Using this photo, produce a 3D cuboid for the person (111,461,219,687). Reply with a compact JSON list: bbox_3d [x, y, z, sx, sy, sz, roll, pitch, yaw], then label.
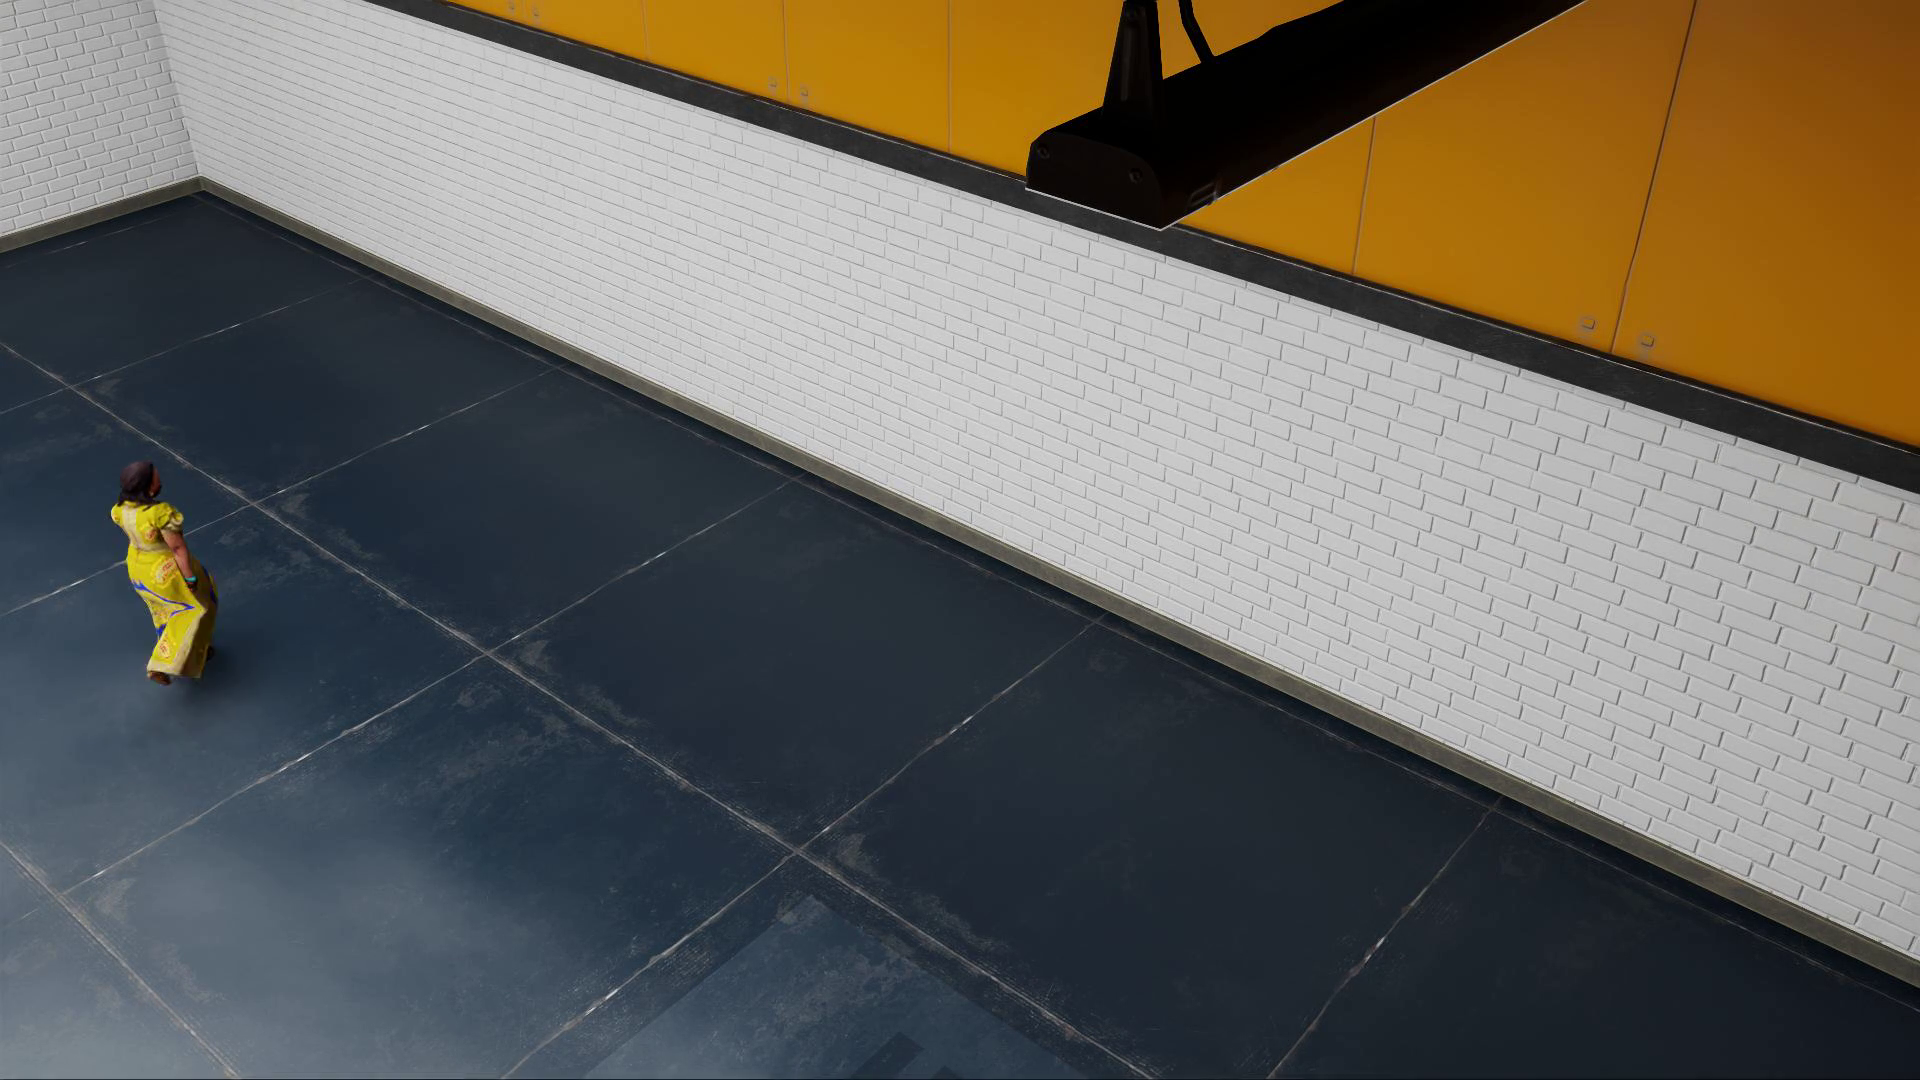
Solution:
[{"bbox_3d":[-5.202,0.267,10.777,0.901,1.644,1.050,12,35,17],"label":"person"}]
